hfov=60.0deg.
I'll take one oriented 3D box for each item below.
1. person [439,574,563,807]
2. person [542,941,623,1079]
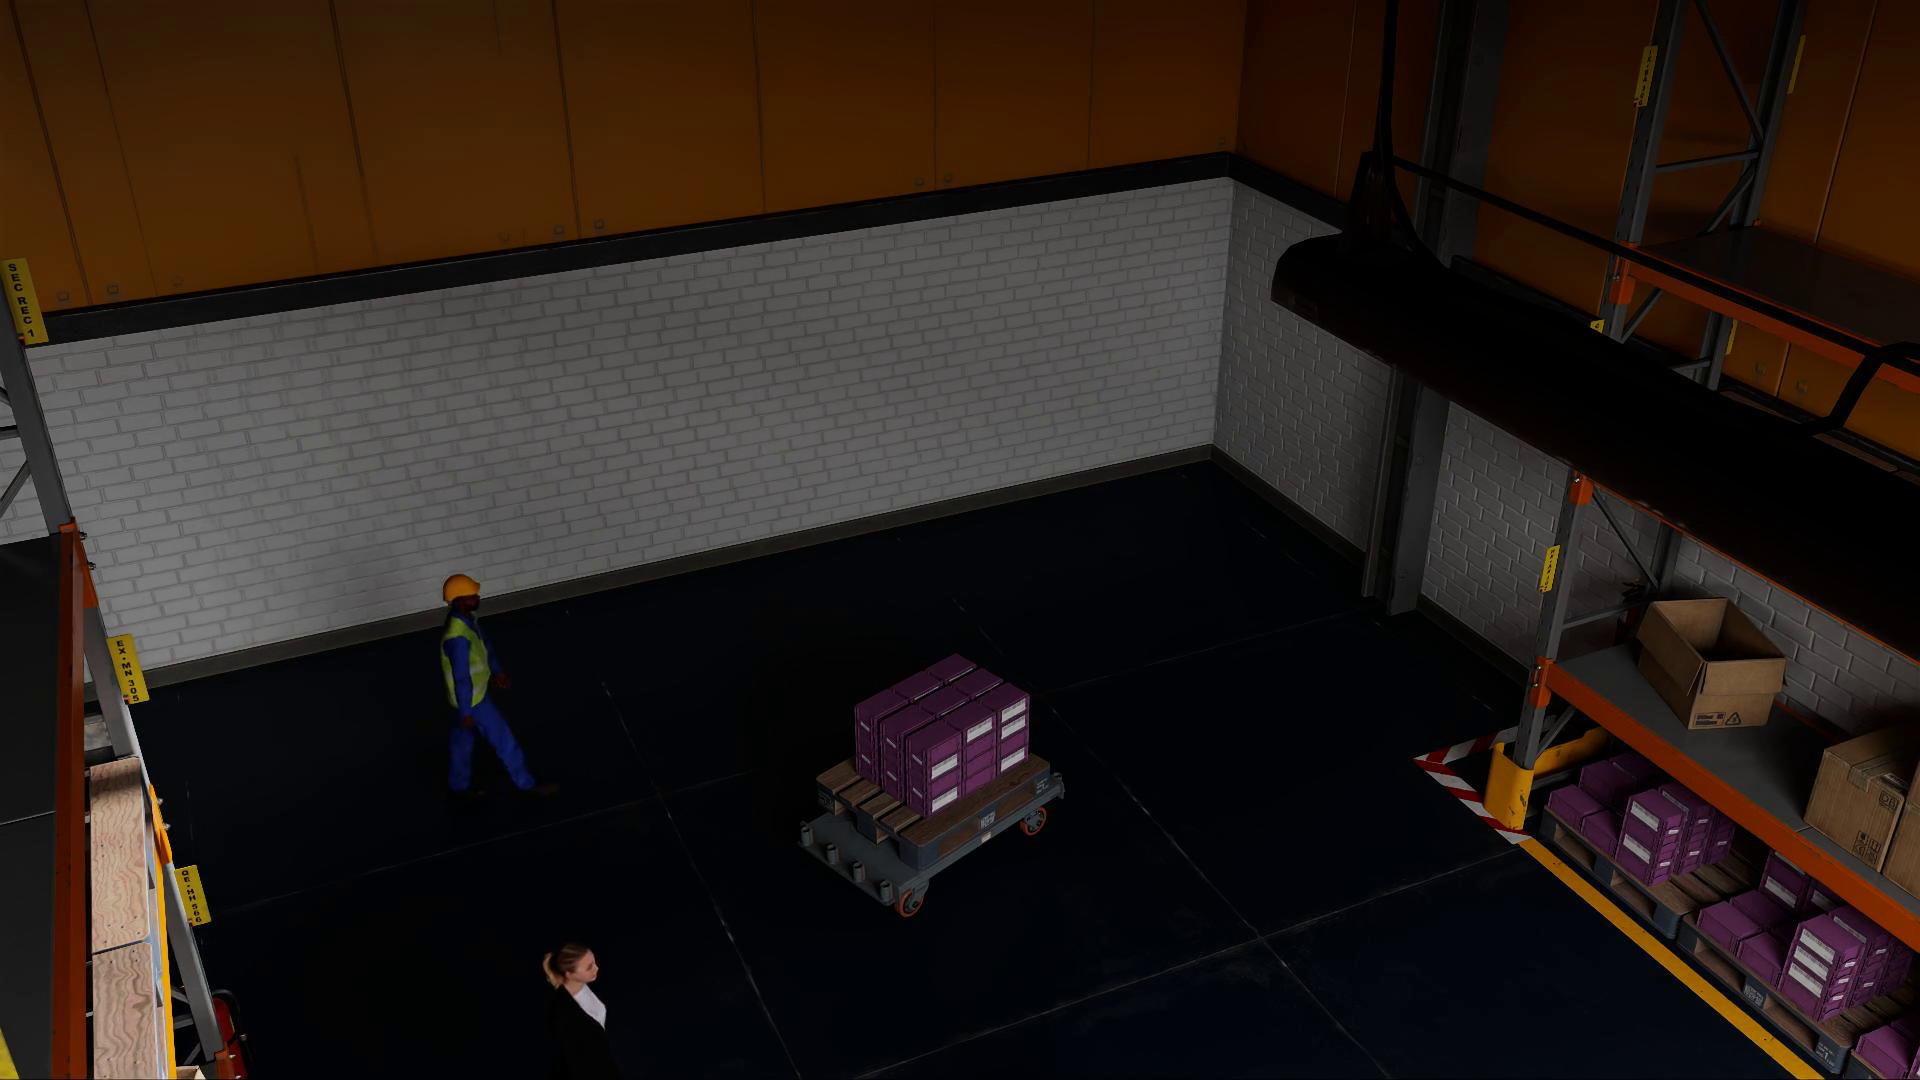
[{"bbox_3d":[-3.361,1.038,11.164,0.818,1.787,0.992,-9,30,-16],"label":"person"},{"bbox_3d":[-1.959,2.662,8.288,0.793,1.690,0.720,7,29,13],"label":"person"}]
